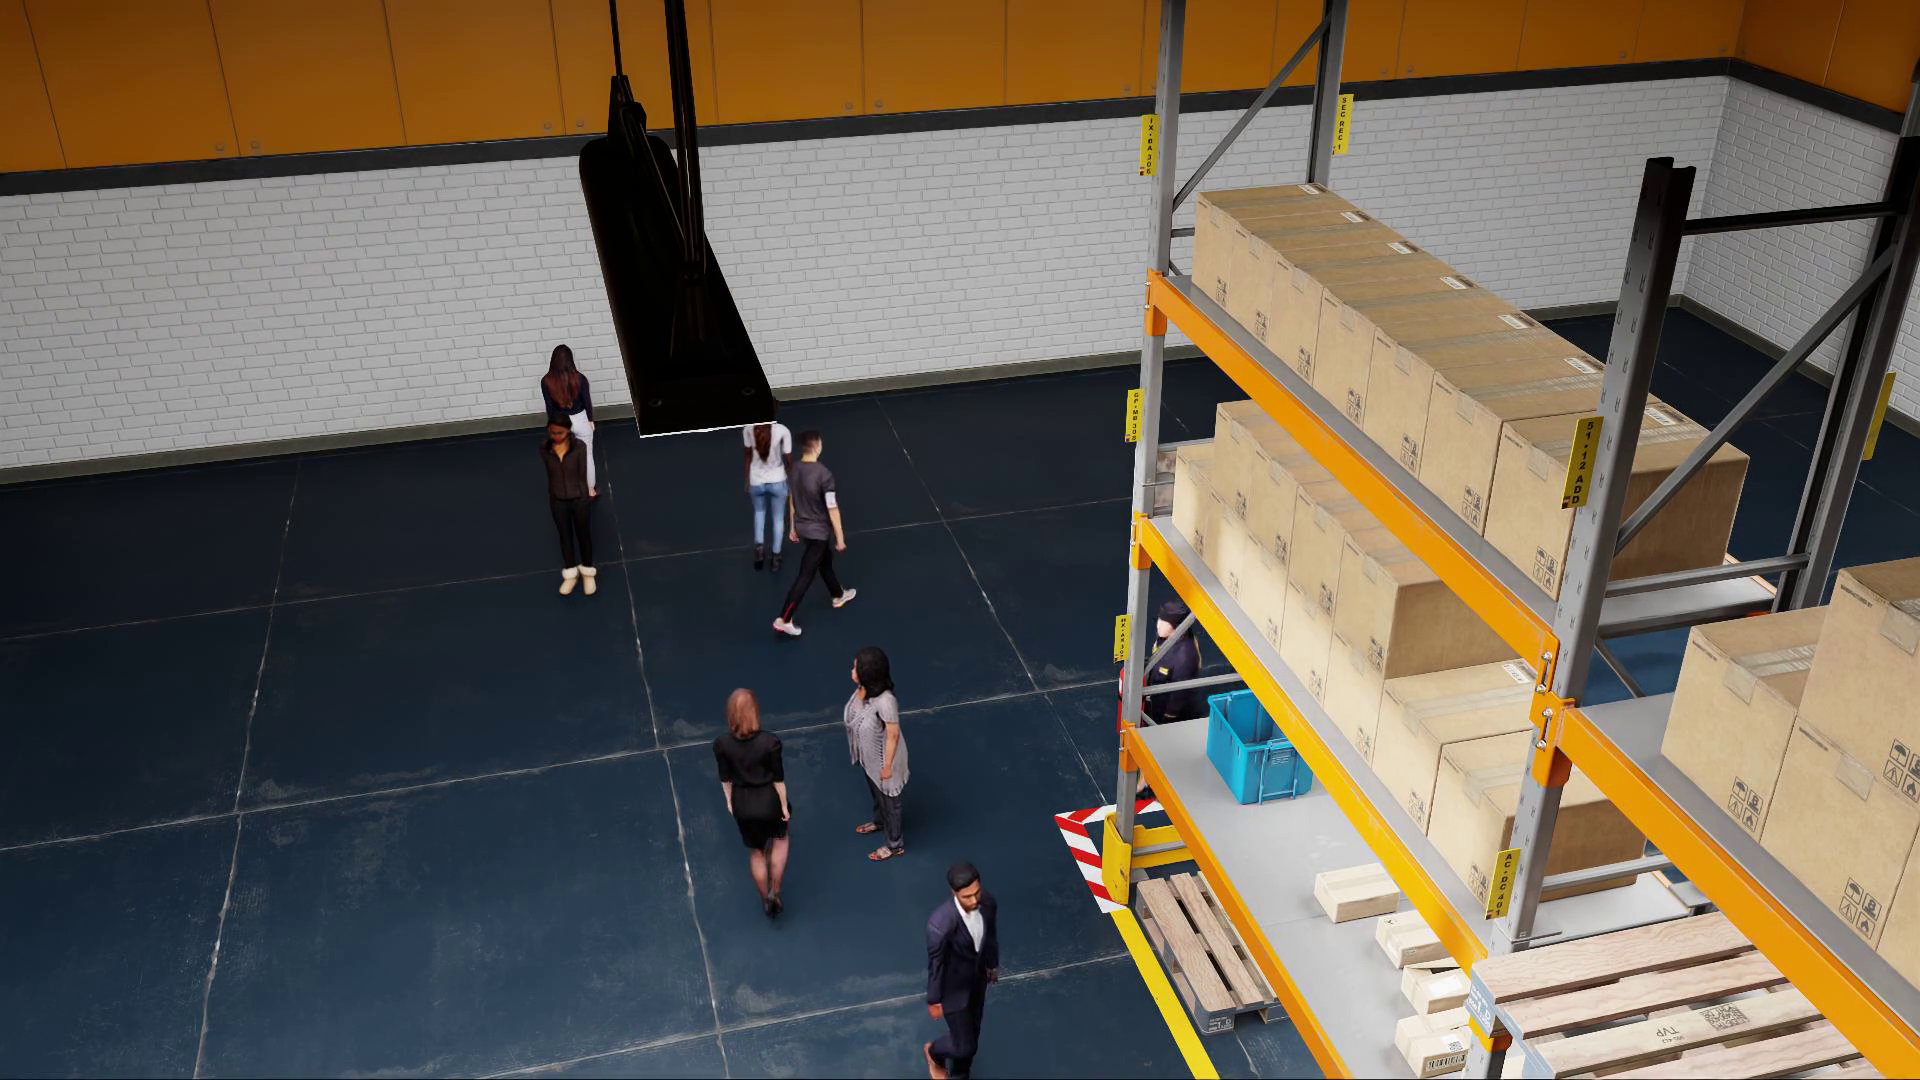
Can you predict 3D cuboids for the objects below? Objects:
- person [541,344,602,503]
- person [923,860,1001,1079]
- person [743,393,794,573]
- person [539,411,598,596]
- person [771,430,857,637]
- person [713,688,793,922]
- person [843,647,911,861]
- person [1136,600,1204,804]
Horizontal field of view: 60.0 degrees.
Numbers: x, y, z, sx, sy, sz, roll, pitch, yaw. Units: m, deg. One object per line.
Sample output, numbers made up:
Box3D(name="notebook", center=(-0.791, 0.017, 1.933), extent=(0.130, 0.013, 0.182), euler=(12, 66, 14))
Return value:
Box3D(name="person", center=(-3.681, -1.103, 15.760), extent=(0.626, 1.608, 0.572), euler=(-4, 29, -7))
Box3D(name="person", center=(-0.060, 2.417, 9.205), extent=(0.860, 1.706, 0.814), euler=(25, 37, 37))
Box3D(name="person", center=(-1.685, -0.455, 14.464), extent=(0.749, 1.713, 0.837), euler=(4, 29, 7))
Box3D(name="person", center=(-3.365, -0.358, 14.337), extent=(0.621, 1.664, 0.686), euler=(-3, 29, -6))
Box3D(name="person", center=(-1.272, -0.021, 13.666), extent=(1.237, 1.714, 1.154), euler=(25, 37, 38))
Box3D(name="person", center=(-1.299, 1.742, 10.463), extent=(0.706, 1.686, 0.720), euler=(4, 29, 7))
Box3D(name="person", center=(-0.535, 1.402, 11.168), extent=(0.704, 1.608, 0.606), euler=(-10, 30, -17))
Box3D(name="person", center=(1.553, 1.157, 11.563), extent=(0.759, 1.660, 0.660), euler=(-8, 30, -14))
